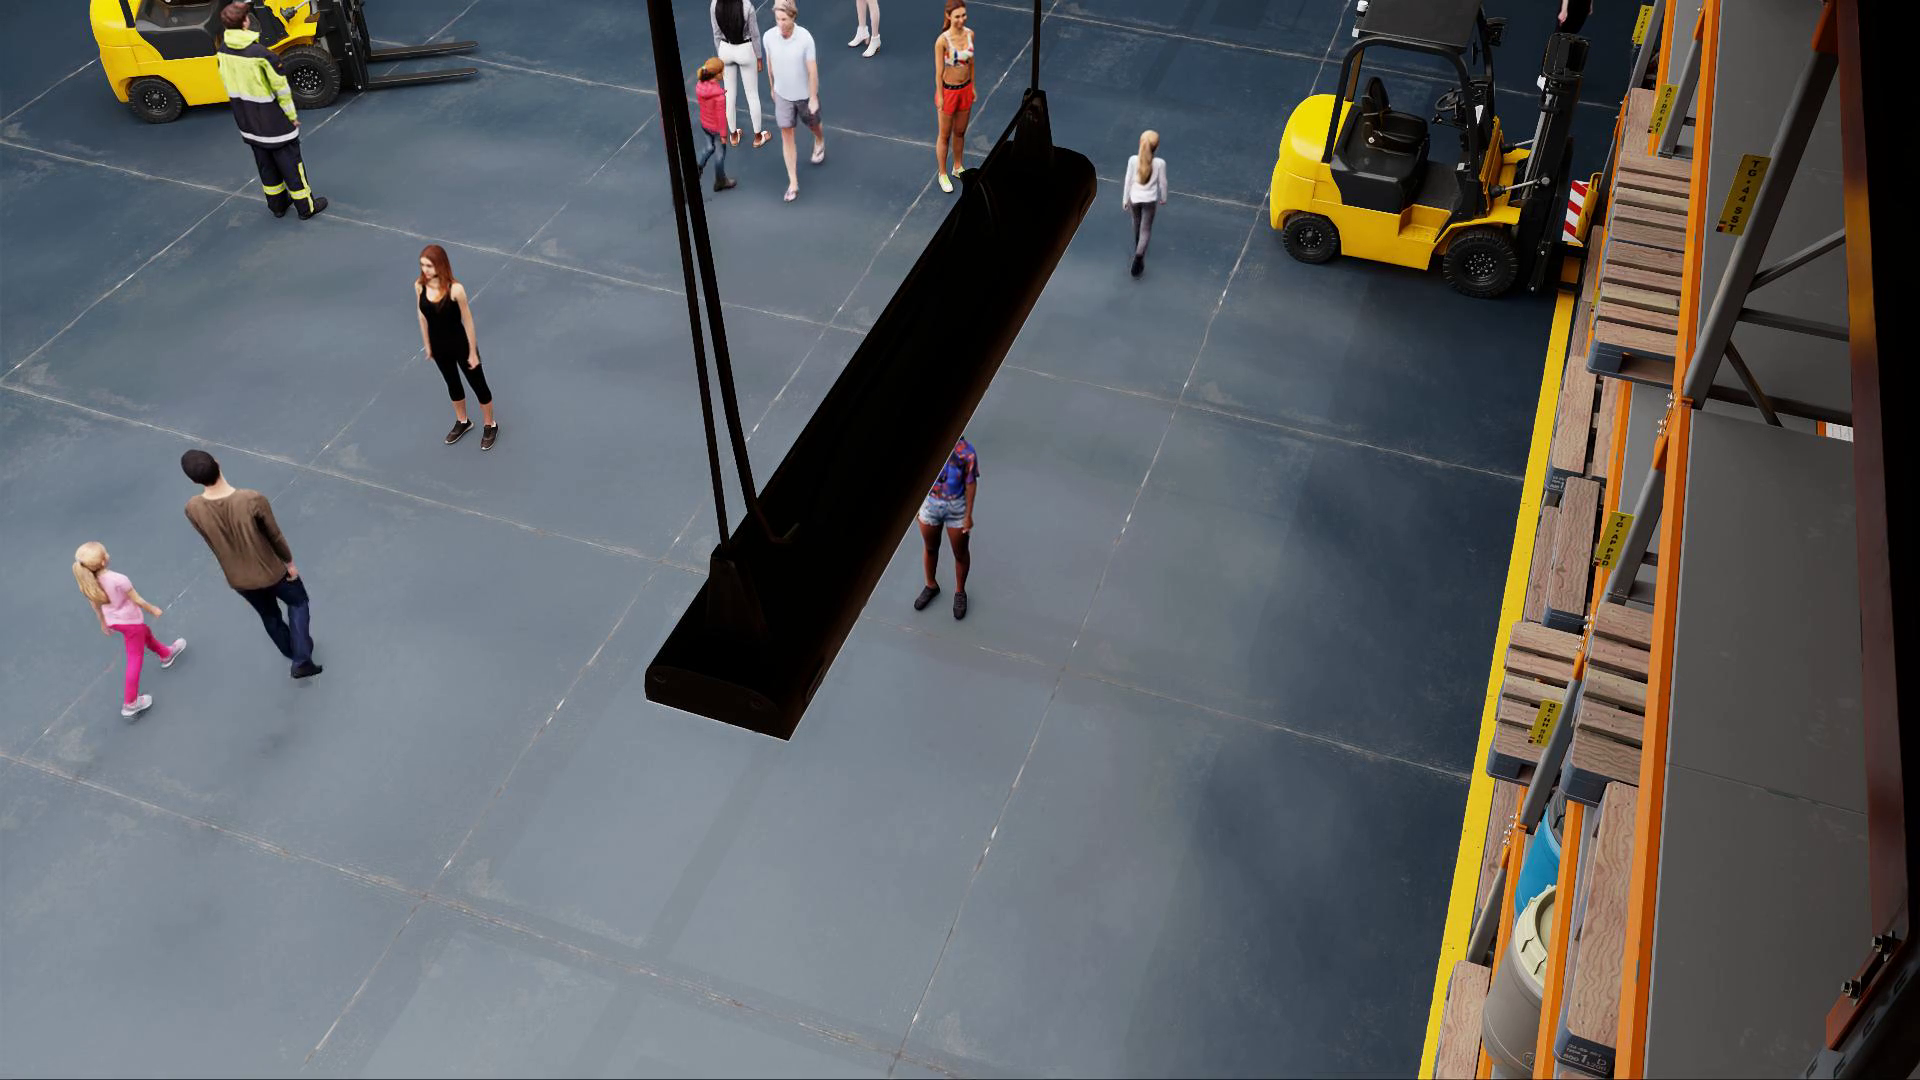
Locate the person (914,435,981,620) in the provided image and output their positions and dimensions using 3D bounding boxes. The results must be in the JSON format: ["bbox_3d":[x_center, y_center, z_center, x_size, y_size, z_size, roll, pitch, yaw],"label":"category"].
[{"bbox_3d":[-0.094,-0.206,10.942,0.588,1.742,0.515,12,45,13],"label":"person"}]

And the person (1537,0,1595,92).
[{"bbox_3d":[5.995,-5.224,16.209,0.638,1.742,0.718,-22,48,-21],"label":"person"}]

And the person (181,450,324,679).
[{"bbox_3d":[-4.422,0.233,10.396,0.844,1.860,0.918,-4,44,-4],"label":"person"}]

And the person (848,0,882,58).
[{"bbox_3d":[-0.980,-5.779,16.731,0.700,1.826,0.667,-24,49,-23],"label":"person"}]

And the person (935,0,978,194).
[{"bbox_3d":[-0.050,-4.003,14.892,0.649,1.791,0.727,-25,49,-24],"label":"person"}]

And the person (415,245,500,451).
[{"bbox_3d":[-3.719,-1.435,12.243,0.578,1.726,0.518,11,45,12],"label":"person"}]

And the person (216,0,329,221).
[{"bbox_3d":[-6.051,-3.720,14.456,0.778,1.982,0.652,11,45,11],"label":"person"}]

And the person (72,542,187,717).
[{"bbox_3d":[-5.299,0.553,10.501,0.485,1.251,0.914,12,45,12],"label":"person"}]

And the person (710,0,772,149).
[{"bbox_3d":[-2.058,-4.470,15.430,0.622,1.725,0.572,7,44,8],"label":"person"}]

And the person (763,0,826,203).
[{"bbox_3d":[-1.442,-4.047,14.935,0.799,1.796,1.250,6,44,6],"label":"person"}]

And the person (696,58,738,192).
[{"bbox_3d":[-2.263,-3.683,14.910,0.810,1.302,0.716,-30,51,-28],"label":"person"}]

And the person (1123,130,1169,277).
[{"bbox_3d":[1.539,-2.829,14.053,0.510,1.248,0.895,13,45,13],"label":"person"}]
